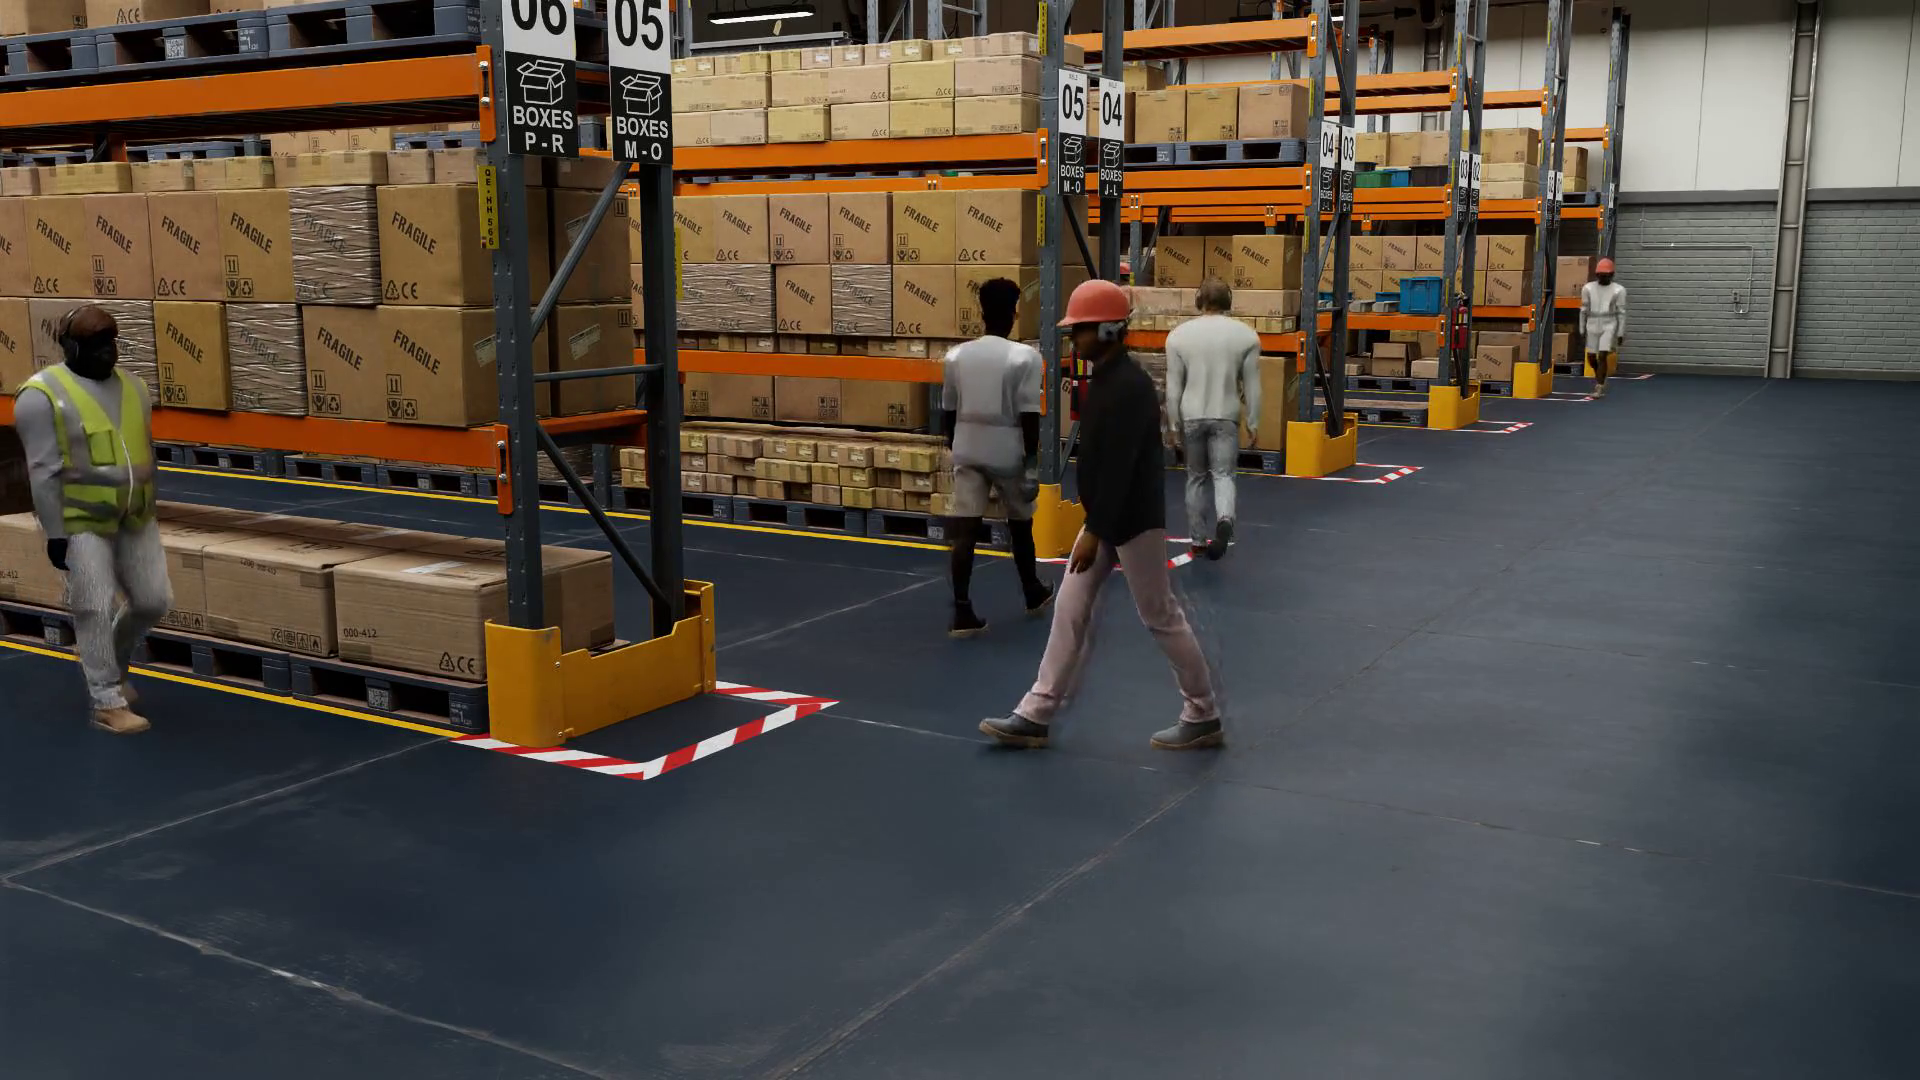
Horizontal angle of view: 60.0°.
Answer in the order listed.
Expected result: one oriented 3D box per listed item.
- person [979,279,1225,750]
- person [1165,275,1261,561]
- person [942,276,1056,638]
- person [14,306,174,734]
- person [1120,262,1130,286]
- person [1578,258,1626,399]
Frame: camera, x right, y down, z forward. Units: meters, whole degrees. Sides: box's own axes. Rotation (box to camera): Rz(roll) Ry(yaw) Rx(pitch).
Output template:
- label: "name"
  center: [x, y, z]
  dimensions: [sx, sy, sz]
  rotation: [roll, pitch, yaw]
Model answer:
- label: "person"
  center: [0.635, -0.075, 6.755]
  dimensions: [1.023, 1.943, 0.615]
  rotation: [-3, 10, -15]
- label: "person"
  center: [1.658, -0.775, 10.935]
  dimensions: [0.633, 1.912, 0.807]
  rotation: [1, 10, 7]
- label: "person"
  center: [0.210, -0.464, 9.061]
  dimensions: [0.630, 1.909, 0.990]
  rotation: [5, 11, 27]
- label: "person"
  center: [-3.672, -0.081, 7.093]
  dimensions: [0.466, 1.824, 0.631]
  rotation: [5, 11, 27]
- label: "person"
  center: [2.318, -2.976, 23.711]
  dimensions: [0.357, 1.938, 0.542]
  rotation: [8, 13, 39]
- label: "person"
  center: [9.199, -3.029, 23.801]
  dimensions: [0.634, 2.013, 0.722]
  rotation: [6, 12, 33]
